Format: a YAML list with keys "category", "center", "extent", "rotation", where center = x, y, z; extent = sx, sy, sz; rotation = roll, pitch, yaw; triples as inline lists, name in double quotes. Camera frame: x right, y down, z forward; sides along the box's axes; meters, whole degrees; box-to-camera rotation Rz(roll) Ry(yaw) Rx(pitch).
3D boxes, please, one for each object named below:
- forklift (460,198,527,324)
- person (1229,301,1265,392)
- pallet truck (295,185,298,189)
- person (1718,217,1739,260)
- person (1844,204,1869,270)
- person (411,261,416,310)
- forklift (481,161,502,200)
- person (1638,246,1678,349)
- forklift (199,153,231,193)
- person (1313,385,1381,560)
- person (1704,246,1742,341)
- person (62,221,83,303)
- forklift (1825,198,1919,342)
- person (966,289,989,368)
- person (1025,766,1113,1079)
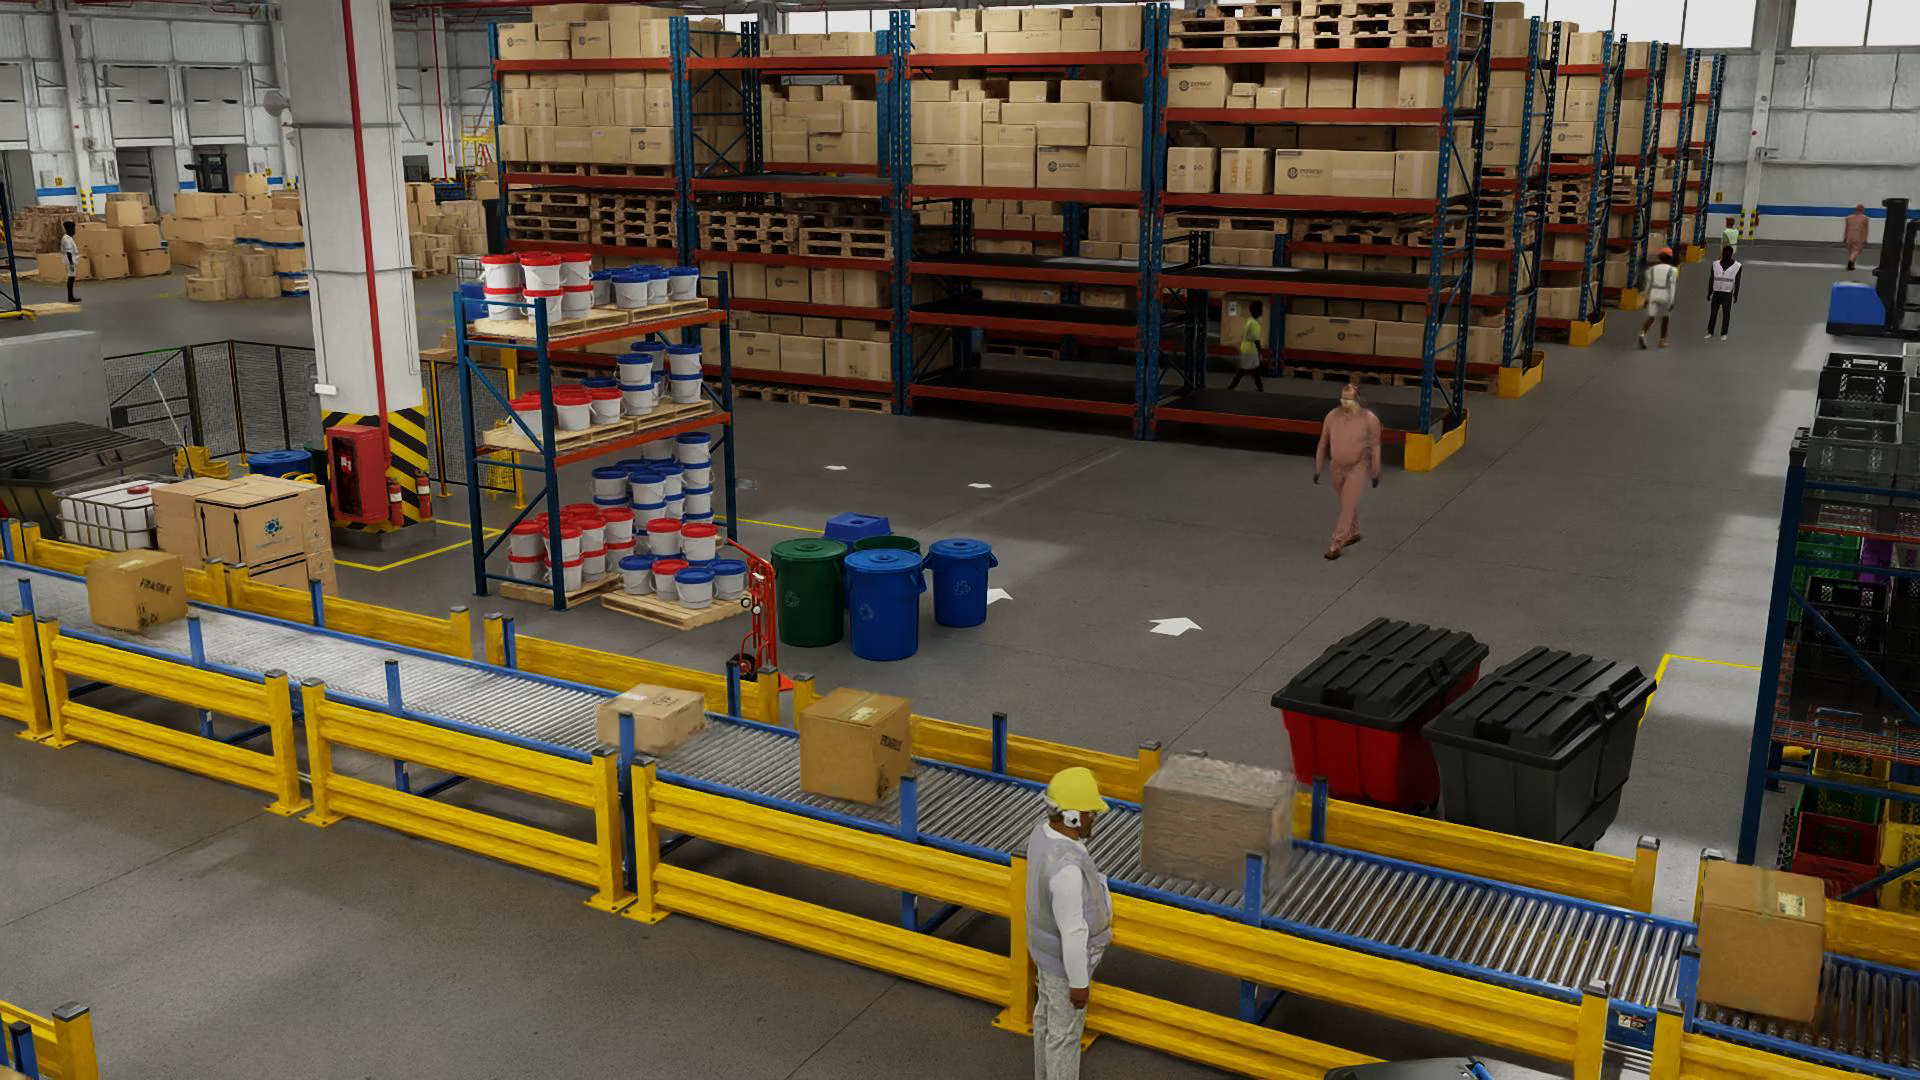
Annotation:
- category: "forklift"
  center: [-9.306, -5.622, 34.234]
  extent: [1.873, 2.768, 1.129]
  rotation: [8, 17, 28]
- category: "person"
  center: [4.682, -3.027, 26.817]
  extent: [0.857, 1.655, 0.542]
  rotation: [1, 15, 2]
- category: "pallet truck"
  center: [-26.804, -14.617, 69.738]
  extent: [1.885, 1.965, 0.823]
  rotation: [-14, 20, -42]
- category: "person"
  center: [19.719, -7.350, 42.711]
  extent: [0.566, 1.846, 0.389]
  rotation: [-11, 18, -36]
- category: "person"
  center: [25.509, -8.615, 47.388]
  extent: [0.662, 1.888, 0.650]
  rotation: [-12, 19, -38]
- category: "person"
  center: [-11.600, -5.215, 34.686]
  extent: [0.565, 1.844, 0.517]
  rotation: [8, 17, 28]
- category: "forklift"
  center: [-17.525, -13.636, 64.361]
  extent: [1.873, 2.768, 1.129]
  rotation: [0, 15, 1]
- category: "person"
  center: [13.688, -4.738, 32.609]
  extent: [0.930, 2.011, 0.608]
  rotation: [-14, 20, -42]
- category: "forklift"
  center: [-27.440, -12.865, 61.464]
  extent: [1.873, 2.768, 1.129]
  rotation: [8, 17, 28]
- category: "person"
  center: [4.179, -0.768, 17.970]
  extent: [0.663, 1.853, 1.011]
  rotation: [12, 19, 39]
- category: "person"
  center: [15.532, -5.025, 33.842]
  extent: [0.587, 1.914, 0.392]
  rotation: [10, 18, 34]
- category: "person"
  center: [-21.391, -6.692, 40.050]
  extent: [0.395, 1.953, 0.620]
  rotation: [-8, 17, -26]
- category: "forklift"
  center: [18.935, -5.544, 33.941]
  extent: [1.873, 2.768, 1.129]
  rotation: [10, 18, 32]
- category: "person"
  center: [0.327, -3.417, 28.227]
  extent: [0.621, 1.672, 0.558]
  rotation: [9, 17, 30]
- category: "person"
  center: [0.512, 1.934, 7.842]
  extent: [0.404, 1.830, 0.588]
  rotation: [-3, 15, -10]
